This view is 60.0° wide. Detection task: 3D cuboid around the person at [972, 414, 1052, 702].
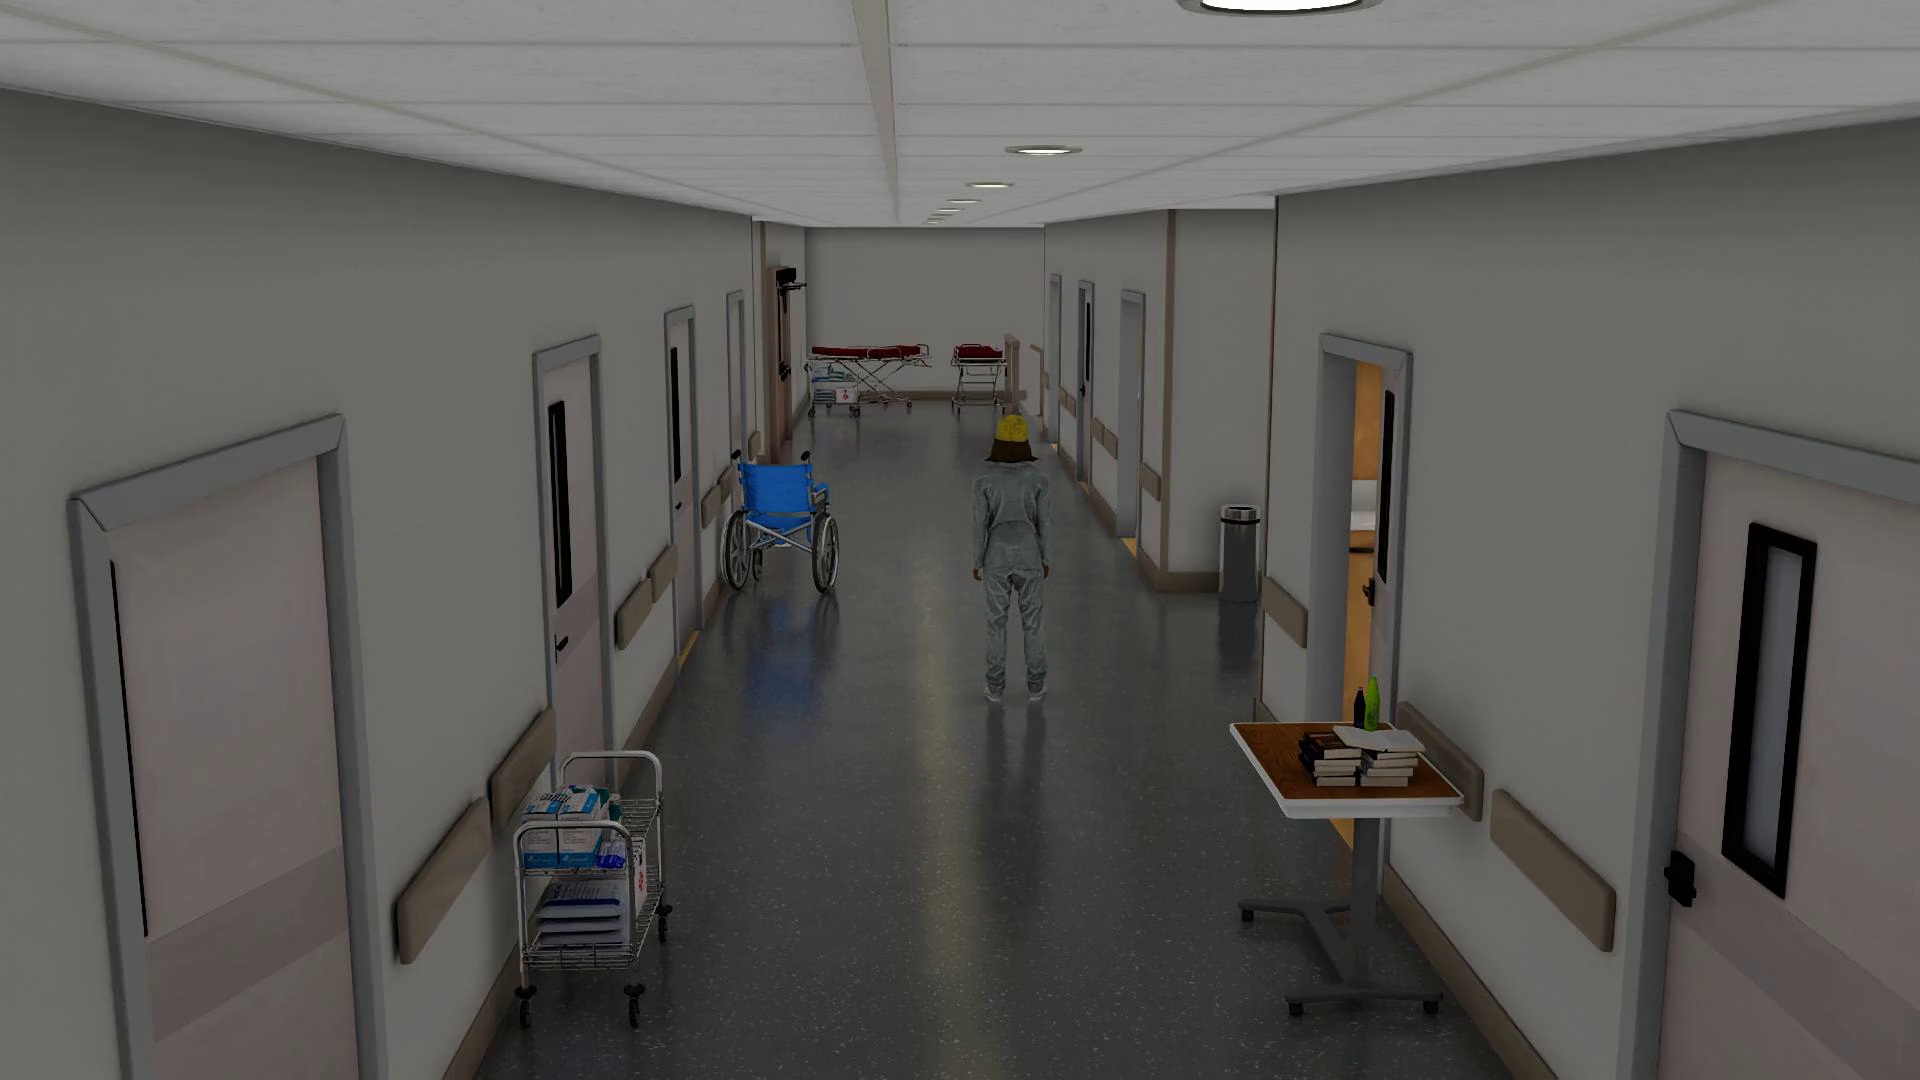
[{"bbox_3d":[0.314,0.113,10.058,0.484,1.745,0.307,0,10,0],"label":"person"}]
